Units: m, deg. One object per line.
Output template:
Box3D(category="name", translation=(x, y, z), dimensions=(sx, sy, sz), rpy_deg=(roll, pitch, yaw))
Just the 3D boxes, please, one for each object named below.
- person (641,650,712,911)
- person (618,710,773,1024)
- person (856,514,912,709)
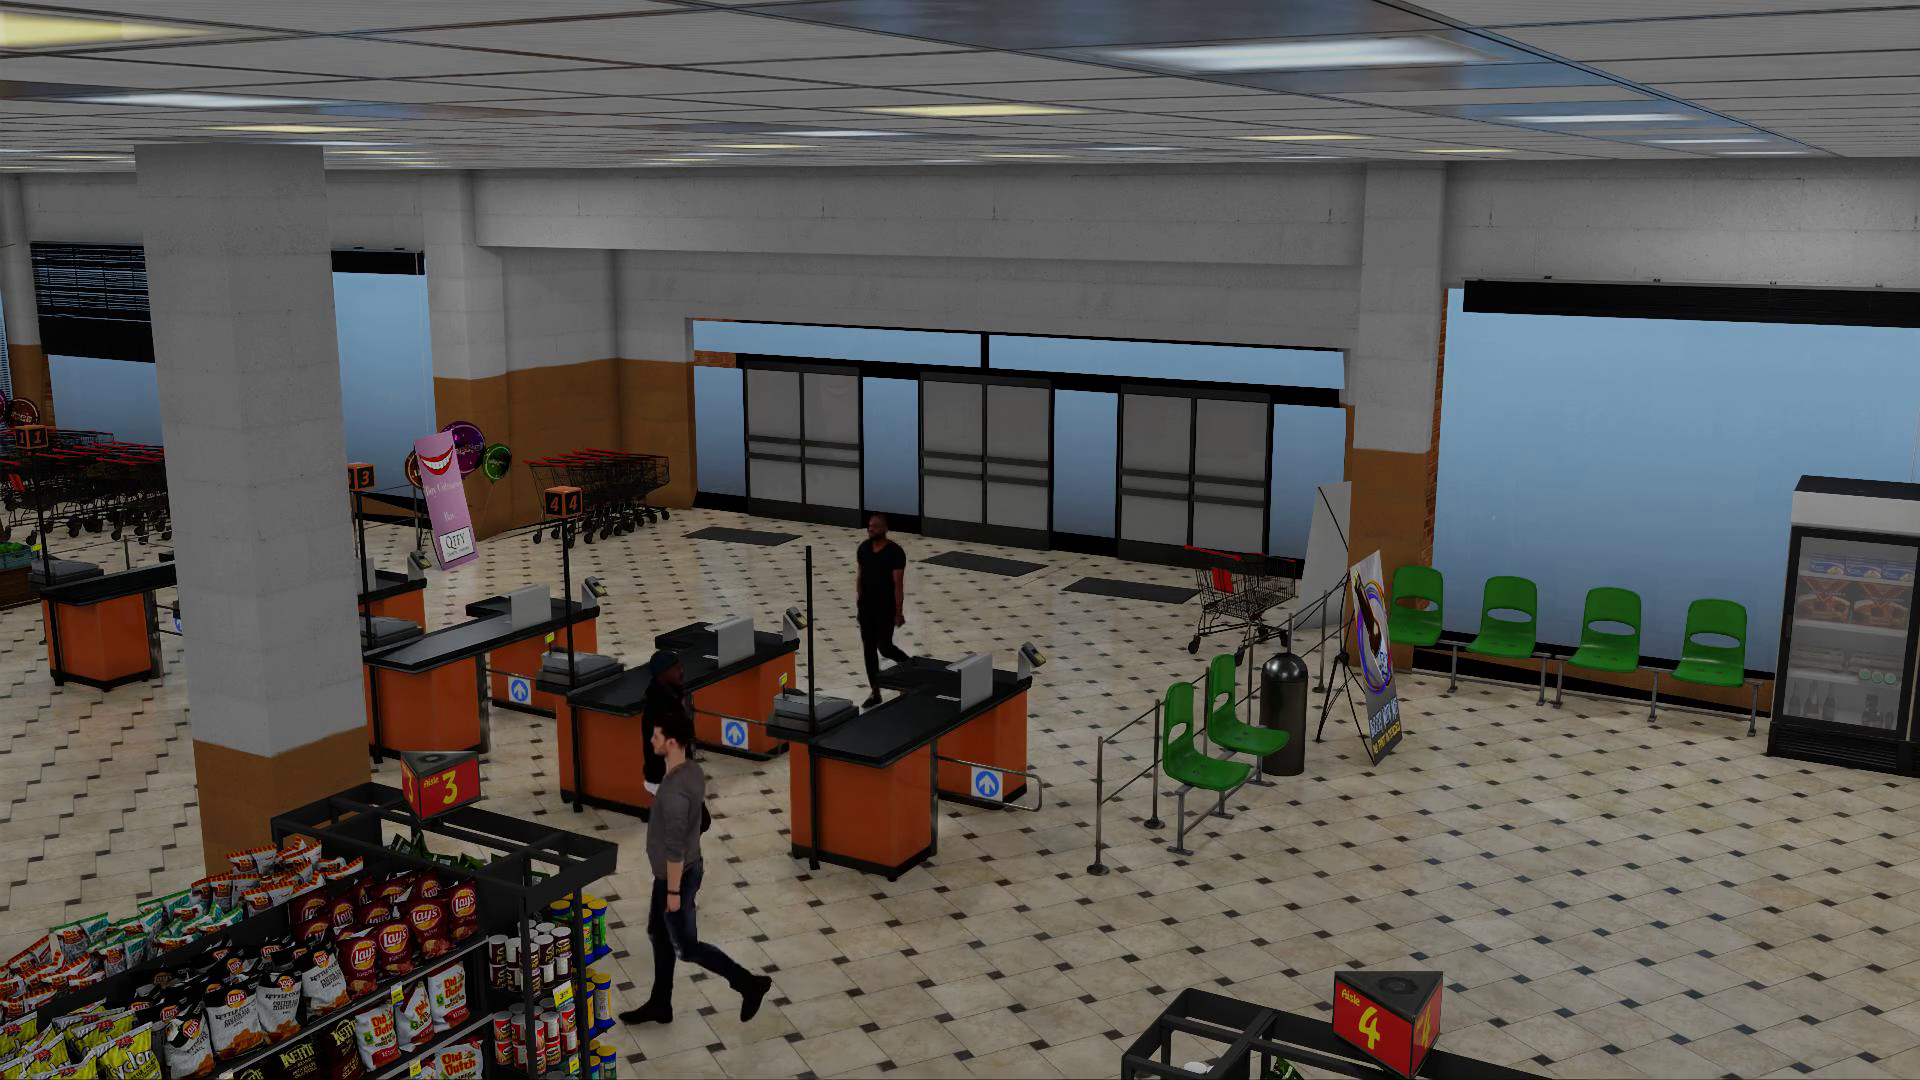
Box3D(category="person", translation=(-1.992, 1.601, 10.967), dimensions=(0.843, 1.805, 0.741), rpy_deg=(1, 12, 3))
Box3D(category="person", translation=(-1.507, 1.893, 9.401), dimensions=(1.141, 1.879, 1.173), rpy_deg=(-1, 12, -4))
Box3D(category="person", translation=(-0.706, 0.643, 15.522), dimensions=(0.684, 1.803, 0.954), rpy_deg=(8, 14, 32))
